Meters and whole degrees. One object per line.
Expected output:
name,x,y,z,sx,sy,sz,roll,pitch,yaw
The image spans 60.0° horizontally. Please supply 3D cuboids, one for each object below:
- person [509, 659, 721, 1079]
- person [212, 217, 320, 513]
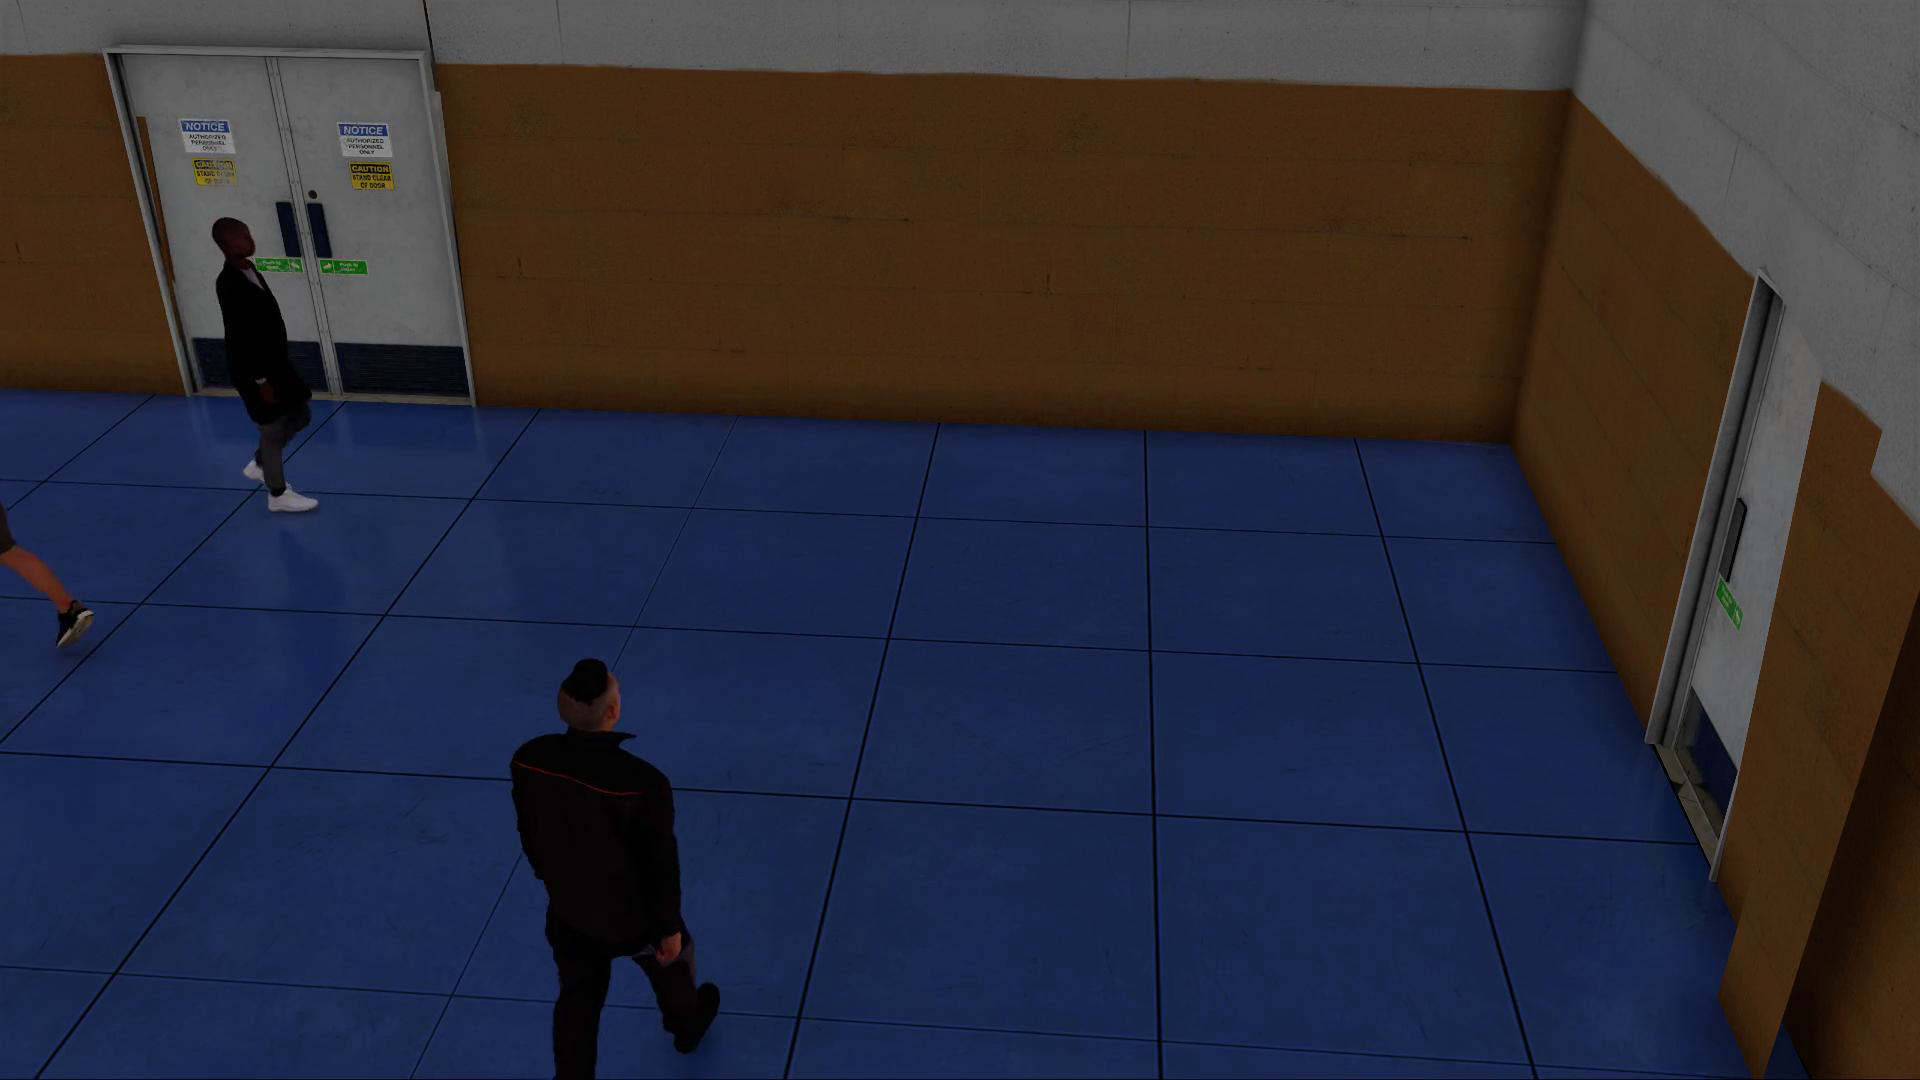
person,-1.169,1.194,5.324,0.926,1.818,1.200,9,30,16
person,-4.016,-0.953,9.352,0.725,1.750,0.671,0,29,0
